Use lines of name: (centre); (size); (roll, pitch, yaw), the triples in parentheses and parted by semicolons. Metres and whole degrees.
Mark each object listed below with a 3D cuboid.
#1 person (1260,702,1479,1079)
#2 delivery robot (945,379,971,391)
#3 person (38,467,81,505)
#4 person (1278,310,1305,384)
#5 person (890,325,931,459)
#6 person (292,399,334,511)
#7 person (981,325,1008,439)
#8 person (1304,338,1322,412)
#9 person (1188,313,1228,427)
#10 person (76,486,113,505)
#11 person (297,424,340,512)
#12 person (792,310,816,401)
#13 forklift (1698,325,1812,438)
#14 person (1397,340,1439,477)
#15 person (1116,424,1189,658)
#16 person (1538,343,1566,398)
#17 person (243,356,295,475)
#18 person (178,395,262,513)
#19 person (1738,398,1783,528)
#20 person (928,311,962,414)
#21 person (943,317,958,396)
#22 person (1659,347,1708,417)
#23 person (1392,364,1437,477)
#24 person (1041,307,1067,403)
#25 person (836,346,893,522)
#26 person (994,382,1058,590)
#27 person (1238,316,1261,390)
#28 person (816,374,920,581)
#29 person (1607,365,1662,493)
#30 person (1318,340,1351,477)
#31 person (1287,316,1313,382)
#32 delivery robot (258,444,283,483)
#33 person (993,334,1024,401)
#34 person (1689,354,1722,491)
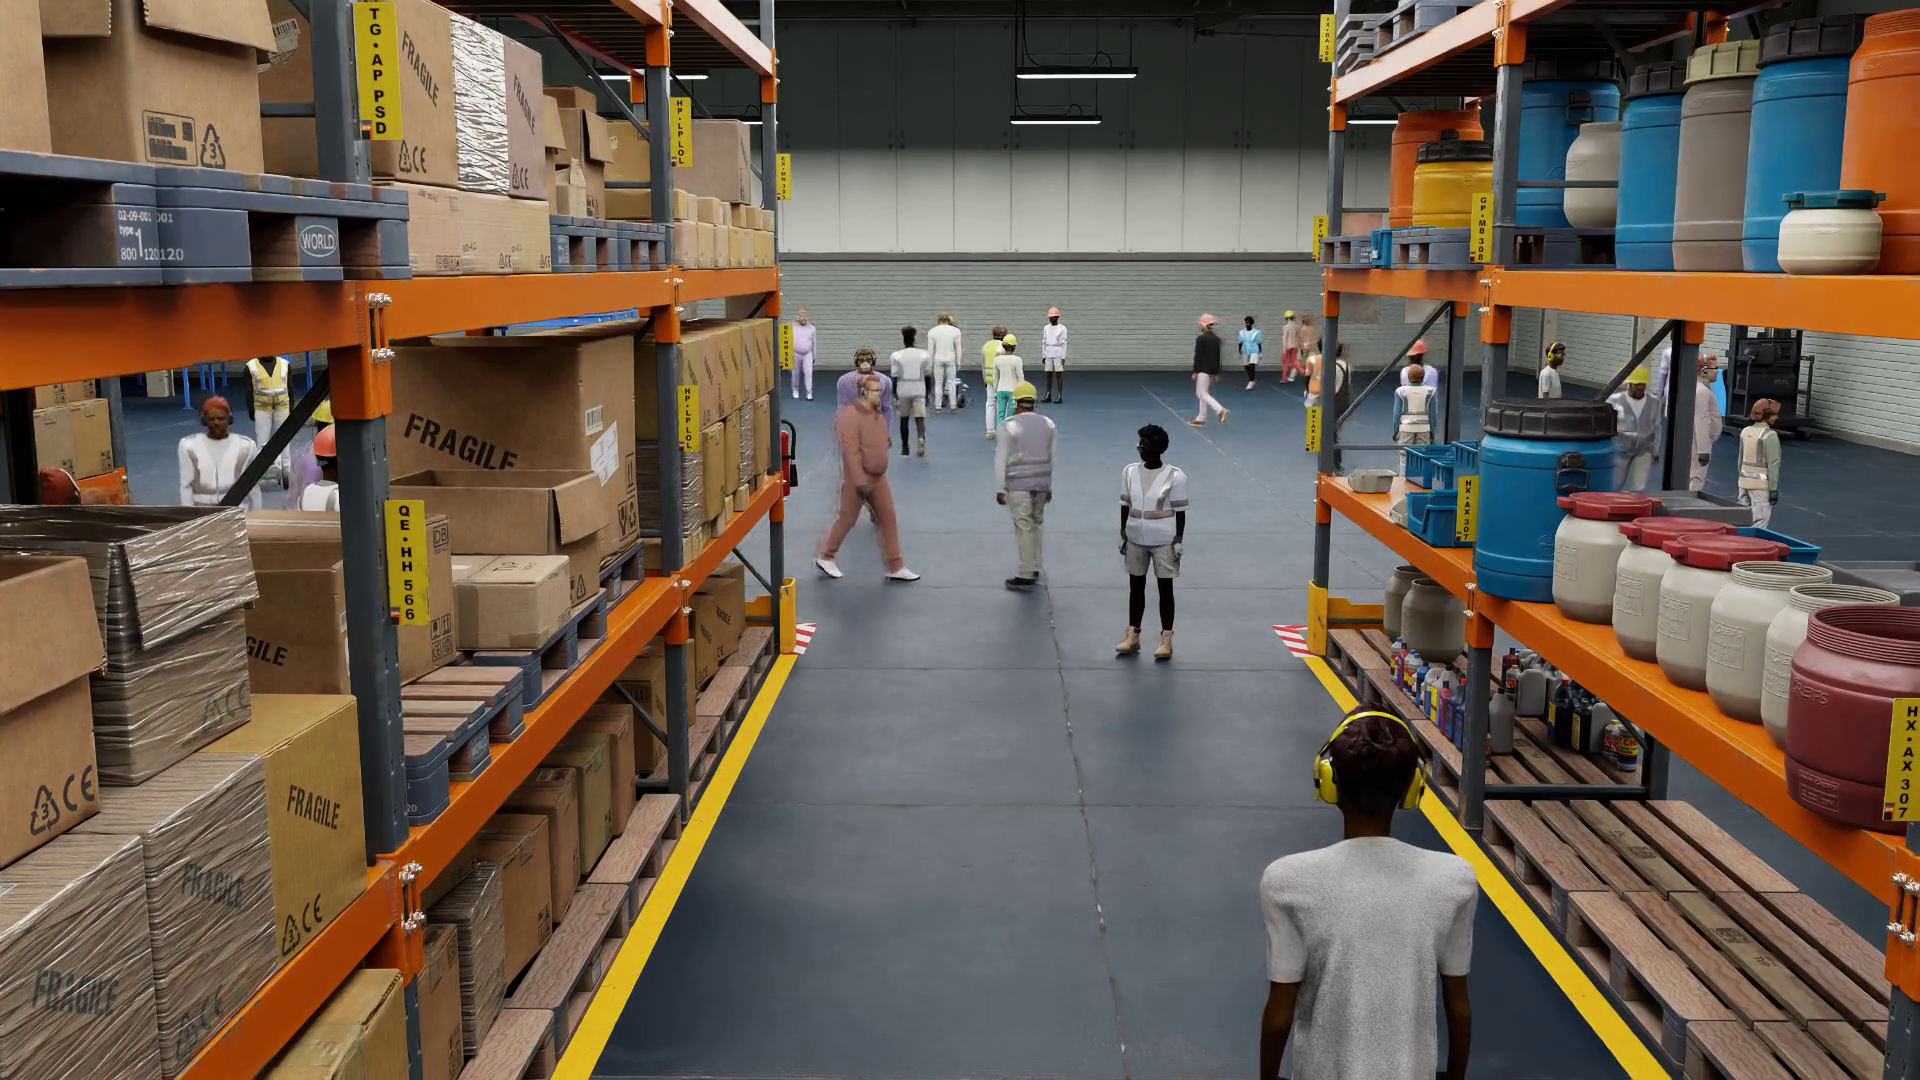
person: (0.911, 1.290, 3.822); (0.521, 1.873, 0.327); (0, 9, -2)
delivery robot: (-0.034, -3.090, 33.064); (0.335, 0.223, 0.698); (6, 11, 32)
person: (-4.312, 0.585, 8.026); (0.627, 1.874, 0.406); (0, 9, 1)
person: (7.774, -4.516, 38.975); (0.532, 1.744, 0.636); (-7, 12, -36)
person: (-0.709, -2.138, 24.132); (0.617, 1.950, 0.734); (-1, 10, -9)
person: (-4.731, -0.075, 11.992); (0.842, 1.882, 0.585); (-4, 10, -20)
person: (0.634, -2.556, 26.960); (0.429, 1.839, 0.634); (-8, 13, -41)
person: (5.660, -2.330, 26.049); (0.559, 1.683, 0.367); (0, 9, 1)
person: (4.315, -2.924, 28.769); (0.767, 1.978, 0.620); (8, 12, 40)
person: (-4.814, 0.507, 9.244); (0.538, 1.605, 0.707); (7, 12, 36)
person: (-3.542, 0.298, 9.570); (0.552, 1.937, 0.356); (7, 12, 38)
person: (-3.321, -3.877, 34.809); (0.641, 1.864, 0.974); (-2, 10, -13)
forklift: (13.248, -3.165, 27.620); (1.129, 2.768, 1.873); (0, 9, 1)
person: (5.880, -1.621, 21.290); (0.558, 1.888, 1.023); (8, 13, 41)
person: (1.389, 0.002, 12.054); (0.533, 1.698, 0.322); (6, 11, 32)
person: (7.303, -1.501, 20.554); (0.315, 1.866, 0.533); (5, 11, 27)
person: (-9.261, -1.780, 22.350); (0.619, 1.836, 0.431); (-6, 11, -30)
person: (-5.672, -0.198, 12.804); (0.558, 1.855, 0.847); (-3, 10, -19)
person: (7.186, -0.457, 14.983); (0.310, 1.639, 0.514); (-1, 10, -8)
person: (-0.286, -3.357, 31.456); (0.635, 1.937, 0.354); (0, 9, -2)
person: (-0.221, -3.909, 35.353); (0.528, 1.746, 0.713); (-6, 11, -34)
person: (10.306, -2.098, 23.713); (0.618, 2.017, 0.869); (3, 10, 17)
person: (5.457, -1.292, 19.983); (0.513, 1.641, 0.309); (1, 10, 5)
person: (1.908, -3.764, 33.892); (0.542, 1.939, 0.364); (6, 11, 32)
person: (-1.045, -1.164, 18.320); (0.627, 1.941, 0.373); (-2, 10, -9)
person: (0.569, -0.490, 14.711); (0.595, 1.801, 0.591); (-5, 11, -29)
person: (6.594, -4.239, 37.594); (0.542, 1.661, 0.703); (7, 12, 35)
person: (-0.879, -0.564, 14.982); (0.992, 1.862, 0.642); (6, 11, 34)
person: (7.161, -0.994, 17.792); (0.614, 1.791, 0.908); (1, 10, 8)
person: (4.935, -1.736, 22.093); (0.447, 1.832, 0.514); (8, 13, 41)
person: (8.170, -4.519, 39.472); (0.862, 1.594, 0.536); (9, 13, 42)
delivery robot: (-8.824, -0.974, 21.169); (0.477, 0.478, 0.707); (-4, 10, -22)
person: (0.745, -2.235, 25.256); (0.524, 1.769, 0.314); (6, 11, 30)
person: (7.641, -0.958, 17.180); (0.404, 1.910, 0.636); (2, 10, 12)
